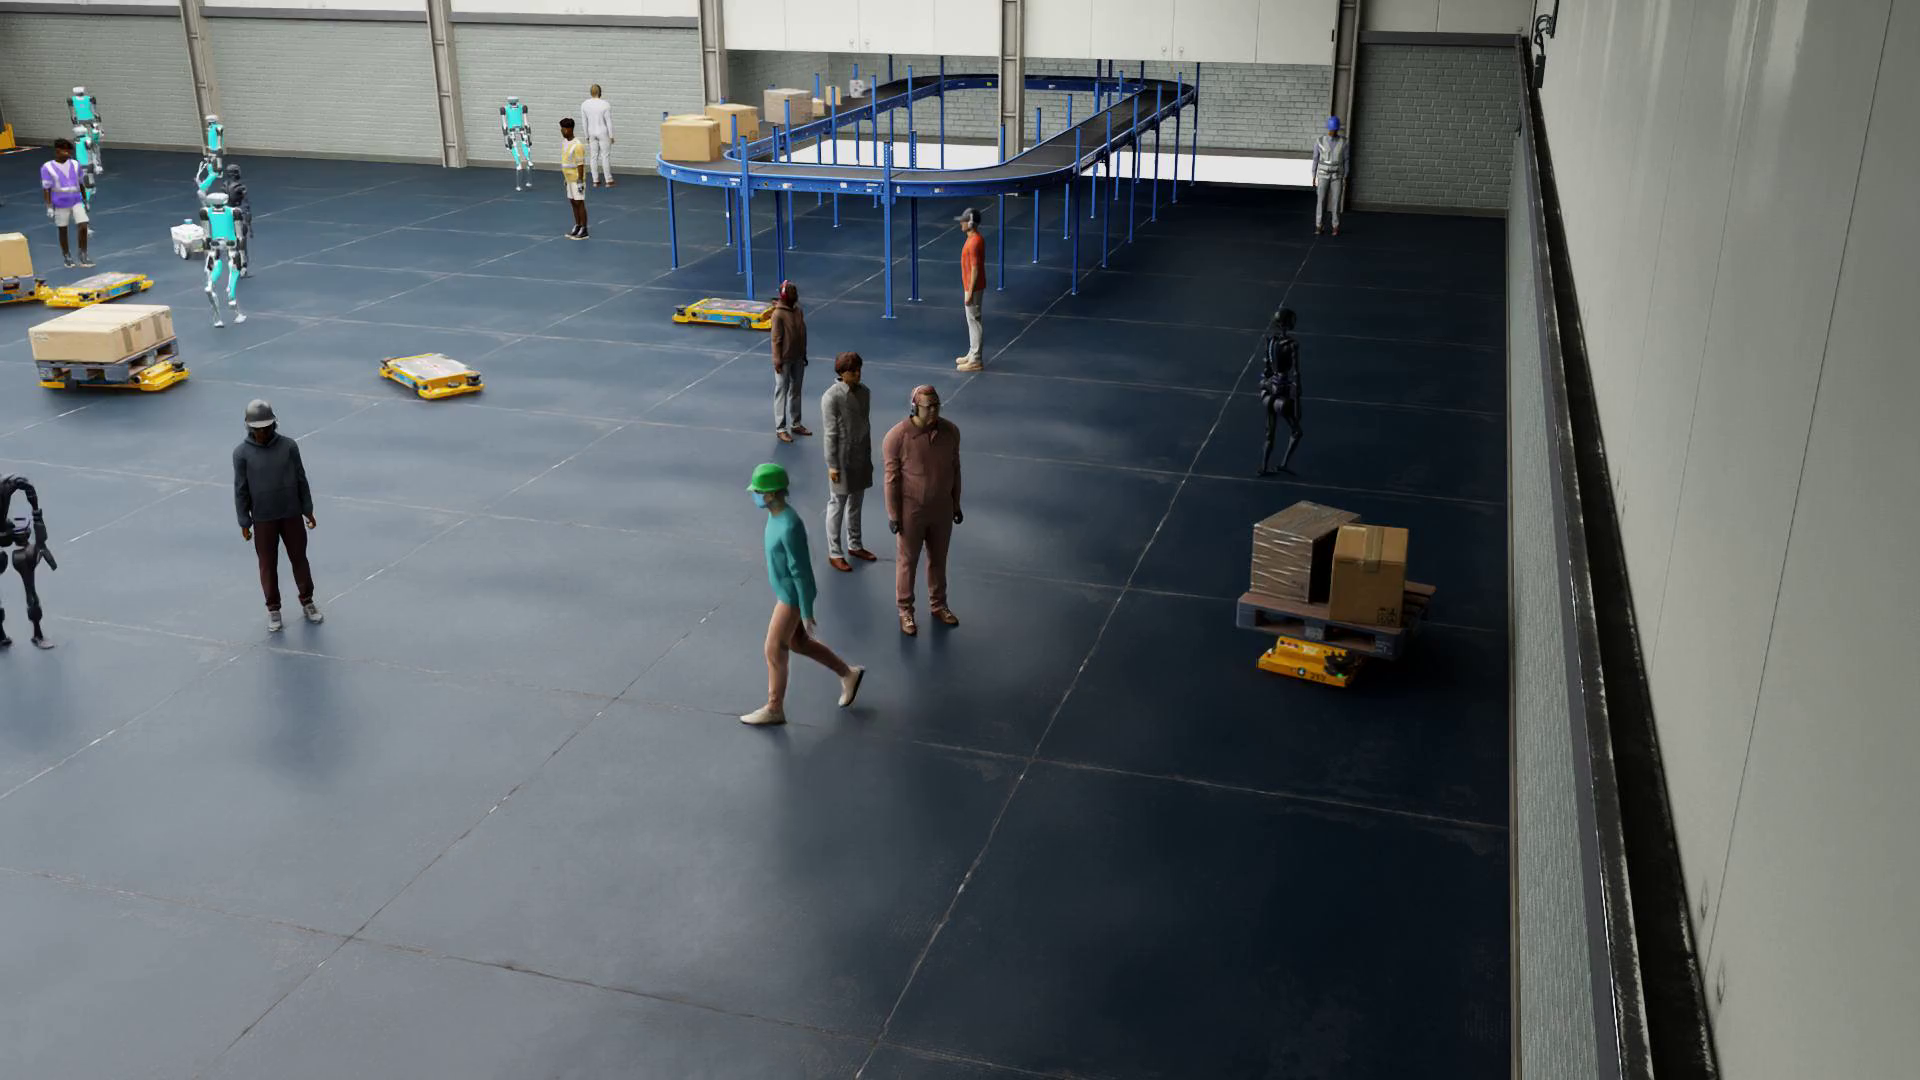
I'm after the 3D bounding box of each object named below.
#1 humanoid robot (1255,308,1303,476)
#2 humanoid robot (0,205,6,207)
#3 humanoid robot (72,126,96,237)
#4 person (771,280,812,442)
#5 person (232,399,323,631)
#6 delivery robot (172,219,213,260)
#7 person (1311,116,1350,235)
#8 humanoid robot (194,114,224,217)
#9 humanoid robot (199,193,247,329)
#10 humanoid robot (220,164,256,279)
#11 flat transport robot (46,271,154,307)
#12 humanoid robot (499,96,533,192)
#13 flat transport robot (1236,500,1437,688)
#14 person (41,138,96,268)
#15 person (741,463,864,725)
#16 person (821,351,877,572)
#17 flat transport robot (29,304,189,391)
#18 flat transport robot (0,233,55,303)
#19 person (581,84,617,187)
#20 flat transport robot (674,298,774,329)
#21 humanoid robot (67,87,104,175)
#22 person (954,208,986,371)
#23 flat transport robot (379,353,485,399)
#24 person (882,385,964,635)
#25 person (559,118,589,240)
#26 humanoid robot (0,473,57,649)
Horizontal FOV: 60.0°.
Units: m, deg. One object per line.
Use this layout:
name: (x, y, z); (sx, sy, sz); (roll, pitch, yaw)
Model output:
humanoid robot: (3.049, -1.405, 15.866); (0.368, 1.653, 0.596); (-9, 23, -23)
humanoid robot: (-17.671, -6.788, 29.892); (0.781, 1.628, 0.585); (8, 22, 19)
humanoid robot: (-14.523, -5.814, 27.328); (0.539, 1.872, 0.690); (19, 28, 40)
person: (-1.756, -1.845, 17.034); (0.331, 1.651, 0.470); (15, 26, 34)
person: (-5.167, -0.201, 12.565); (0.548, 1.806, 0.380); (-13, 25, -31)
delivery robot: (-11.987, -4.687, 25.959); (0.792, 0.611, 0.499); (20, 29, 41)
person: (6.108, -6.012, 27.466); (0.615, 1.933, 0.416); (2, 21, 6)
humanoid robot: (-13.104, -6.408, 28.911); (0.774, 1.880, 0.543); (-18, 27, -39)
humanoid robot: (-9.465, -3.498, 21.282); (0.534, 1.774, 1.034); (-2, 21, -4)
humanoid robot: (-10.586, -4.645, 24.286); (0.609, 1.646, 0.343); (10, 23, 25)
flat transport robot: (-12.028, -3.506, 23.272); (0.659, 0.231, 1.431); (3, 21, 9)
humanoid robot: (-8.335, -7.486, 31.565); (0.537, 1.784, 0.791); (-11, 24, -27)
flat transport robot: (2.779, 0.690, 12.389); (0.659, 0.231, 1.431); (12, 24, 28)
person: (-13.336, -5.024, 24.904); (0.804, 1.920, 0.697); (17, 27, 37)
person: (-1.062, 0.349, 11.102); (0.812, 1.835, 0.572); (-5, 22, -12)
person: (-0.907, -0.661, 13.720); (0.367, 1.834, 0.501); (17, 27, 38)
flat transport robot: (-9.723, -1.900, 19.106); (1.431, 0.231, 0.659); (2, 21, 5)
flat transport robot: (-13.365, -3.388, 22.965); (1.431, 0.231, 0.659); (-15, 26, -34)
person: (-6.963, -7.801, 32.093); (0.626, 1.940, 0.373); (5, 22, 14)
flat transport robot: (-2.983, -2.983, 21.915); (1.431, 0.231, 0.659); (7, 22, 17)
humanoid robot: (-17.625, -8.320, 33.745); (0.562, 1.767, 0.947); (-5, 22, -14)
person: (0.119, -2.940, 19.525); (0.383, 1.913, 0.477); (0, 21, 0)
flat transport robot: (-6.076, -1.895, 19.092); (0.659, 0.231, 1.431); (-17, 27, -37)
person: (-0.256, -0.237, 12.511); (0.642, 1.913, 0.412); (-11, 24, -27)
person: (-6.295, -5.896, 27.128); (0.375, 1.958, 0.602); (-14, 25, -33)
humanoid robot: (-6.952, 0.047, 12.112); (0.634, 1.640, 0.379); (-6, 22, -16)
